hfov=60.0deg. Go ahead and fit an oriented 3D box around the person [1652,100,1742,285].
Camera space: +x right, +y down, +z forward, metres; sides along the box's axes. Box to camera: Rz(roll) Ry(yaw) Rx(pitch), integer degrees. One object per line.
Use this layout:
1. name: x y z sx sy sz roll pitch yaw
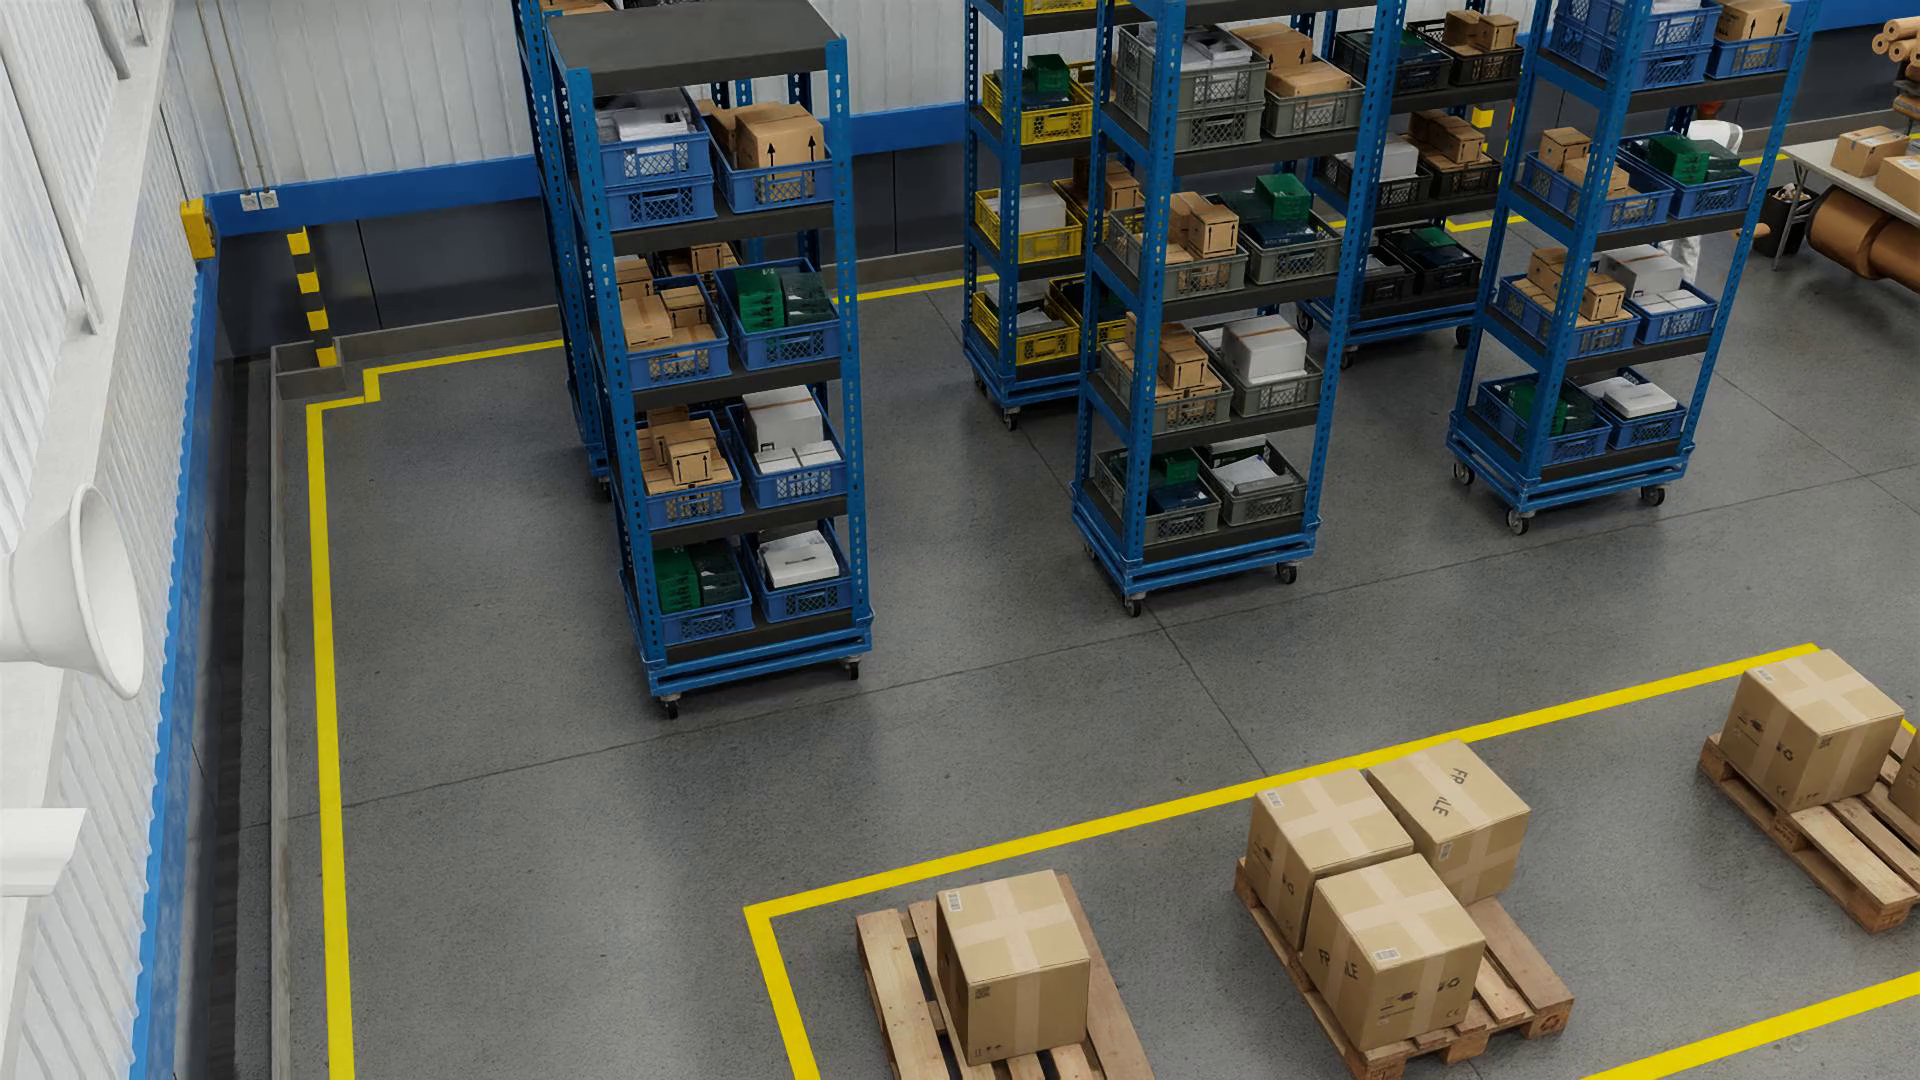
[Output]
1. person: 5.259 -2.424 12.091 0.579 1.882 0.340 -2 35 -3
